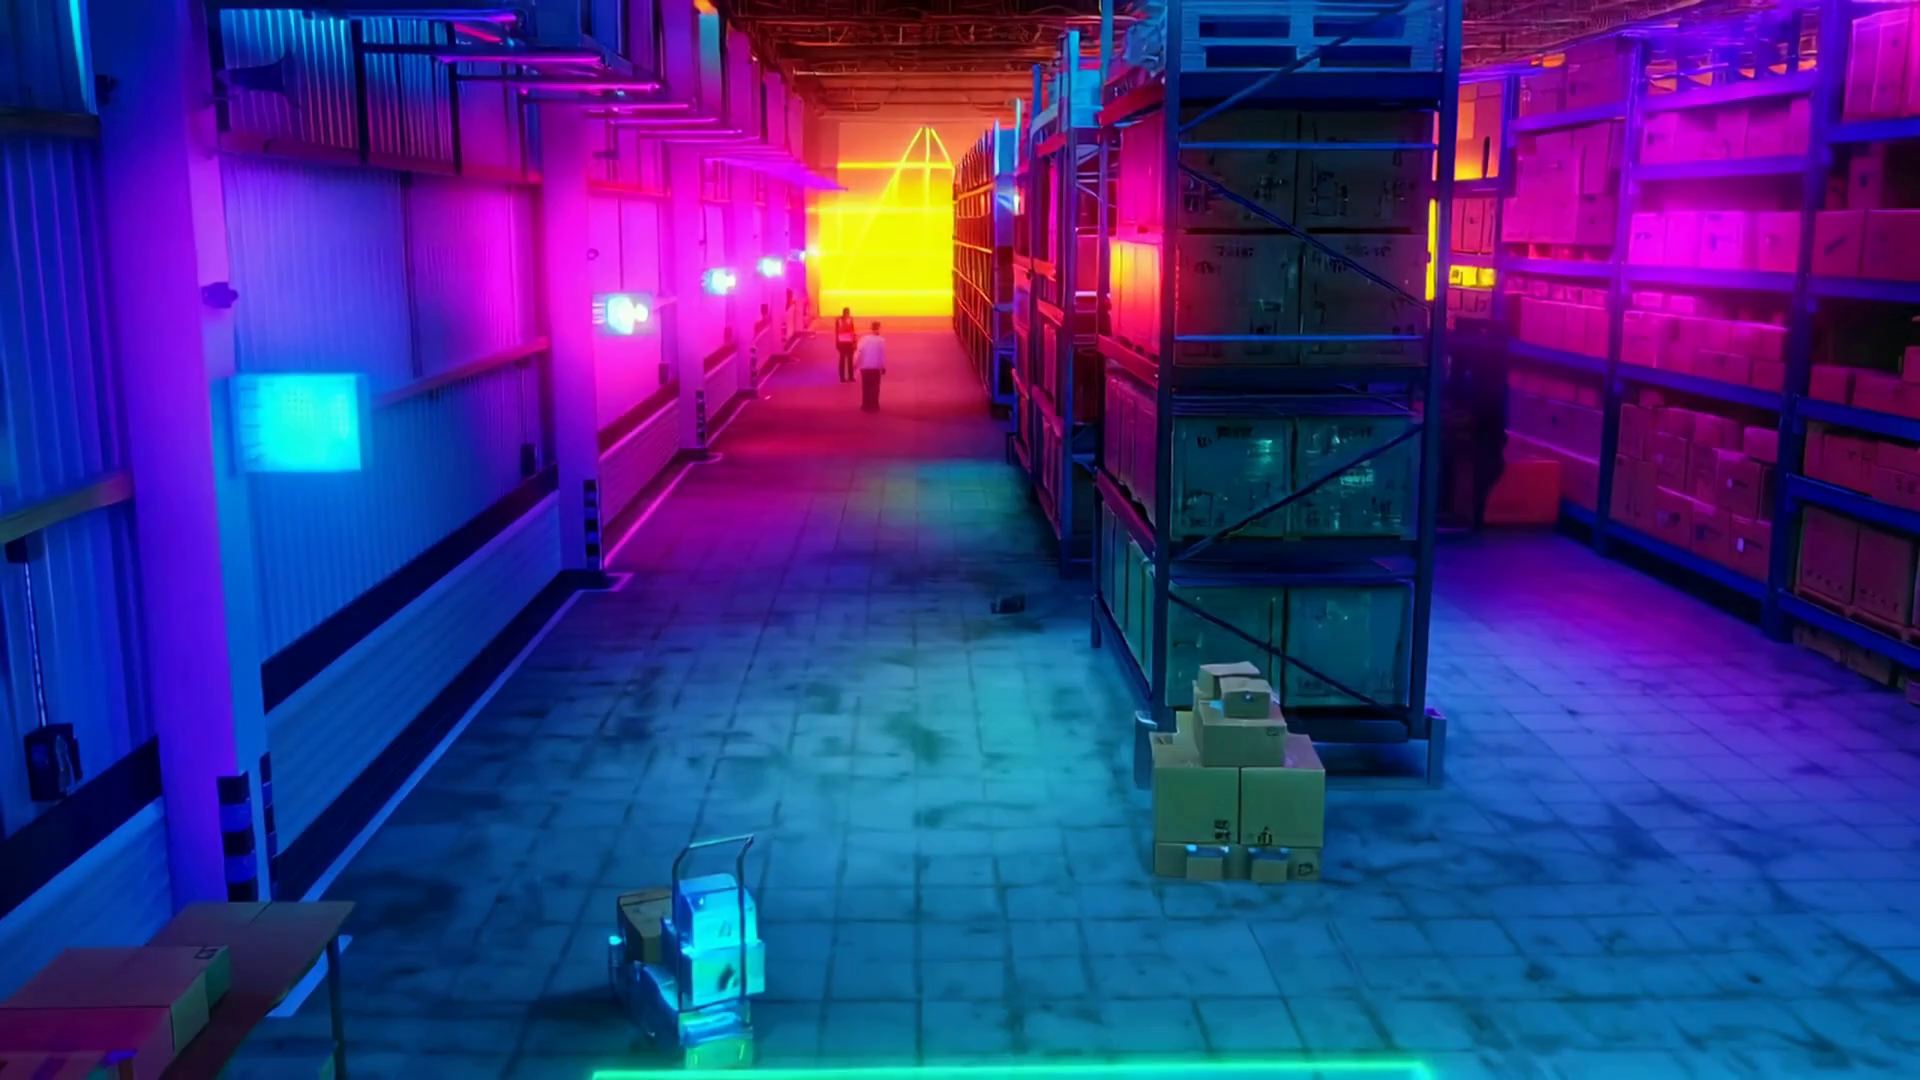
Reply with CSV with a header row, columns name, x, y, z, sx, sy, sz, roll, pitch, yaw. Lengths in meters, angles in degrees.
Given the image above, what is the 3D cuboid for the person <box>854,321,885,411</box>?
name,x,y,z,sx,sy,sz,roll,pitch,yaw
person,-1.944,-3.723,35.672,0.667,1.945,0.541,-1,11,-7

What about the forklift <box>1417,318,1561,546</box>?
name,x,y,z,sx,sy,sz,roll,pitch,yaw
forklift,6.594,-1.403,21.148,1.873,2.768,1.129,-2,11,-11

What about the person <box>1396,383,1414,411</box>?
name,x,y,z,sx,sy,sz,roll,pitch,yaw
person,8.732,-2.921,32.404,0.839,1.593,0.511,5,12,23

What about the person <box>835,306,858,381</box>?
name,x,y,z,sx,sy,sz,roll,pitch,yaw
person,-2.896,-5.010,42.453,0.587,1.913,0.398,-5,12,-26

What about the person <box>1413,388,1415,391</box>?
name,x,y,z,sx,sy,sz,roll,pitch,yaw
person,11.130,-4.491,39.934,0.563,1.838,0.390,-7,13,-31
